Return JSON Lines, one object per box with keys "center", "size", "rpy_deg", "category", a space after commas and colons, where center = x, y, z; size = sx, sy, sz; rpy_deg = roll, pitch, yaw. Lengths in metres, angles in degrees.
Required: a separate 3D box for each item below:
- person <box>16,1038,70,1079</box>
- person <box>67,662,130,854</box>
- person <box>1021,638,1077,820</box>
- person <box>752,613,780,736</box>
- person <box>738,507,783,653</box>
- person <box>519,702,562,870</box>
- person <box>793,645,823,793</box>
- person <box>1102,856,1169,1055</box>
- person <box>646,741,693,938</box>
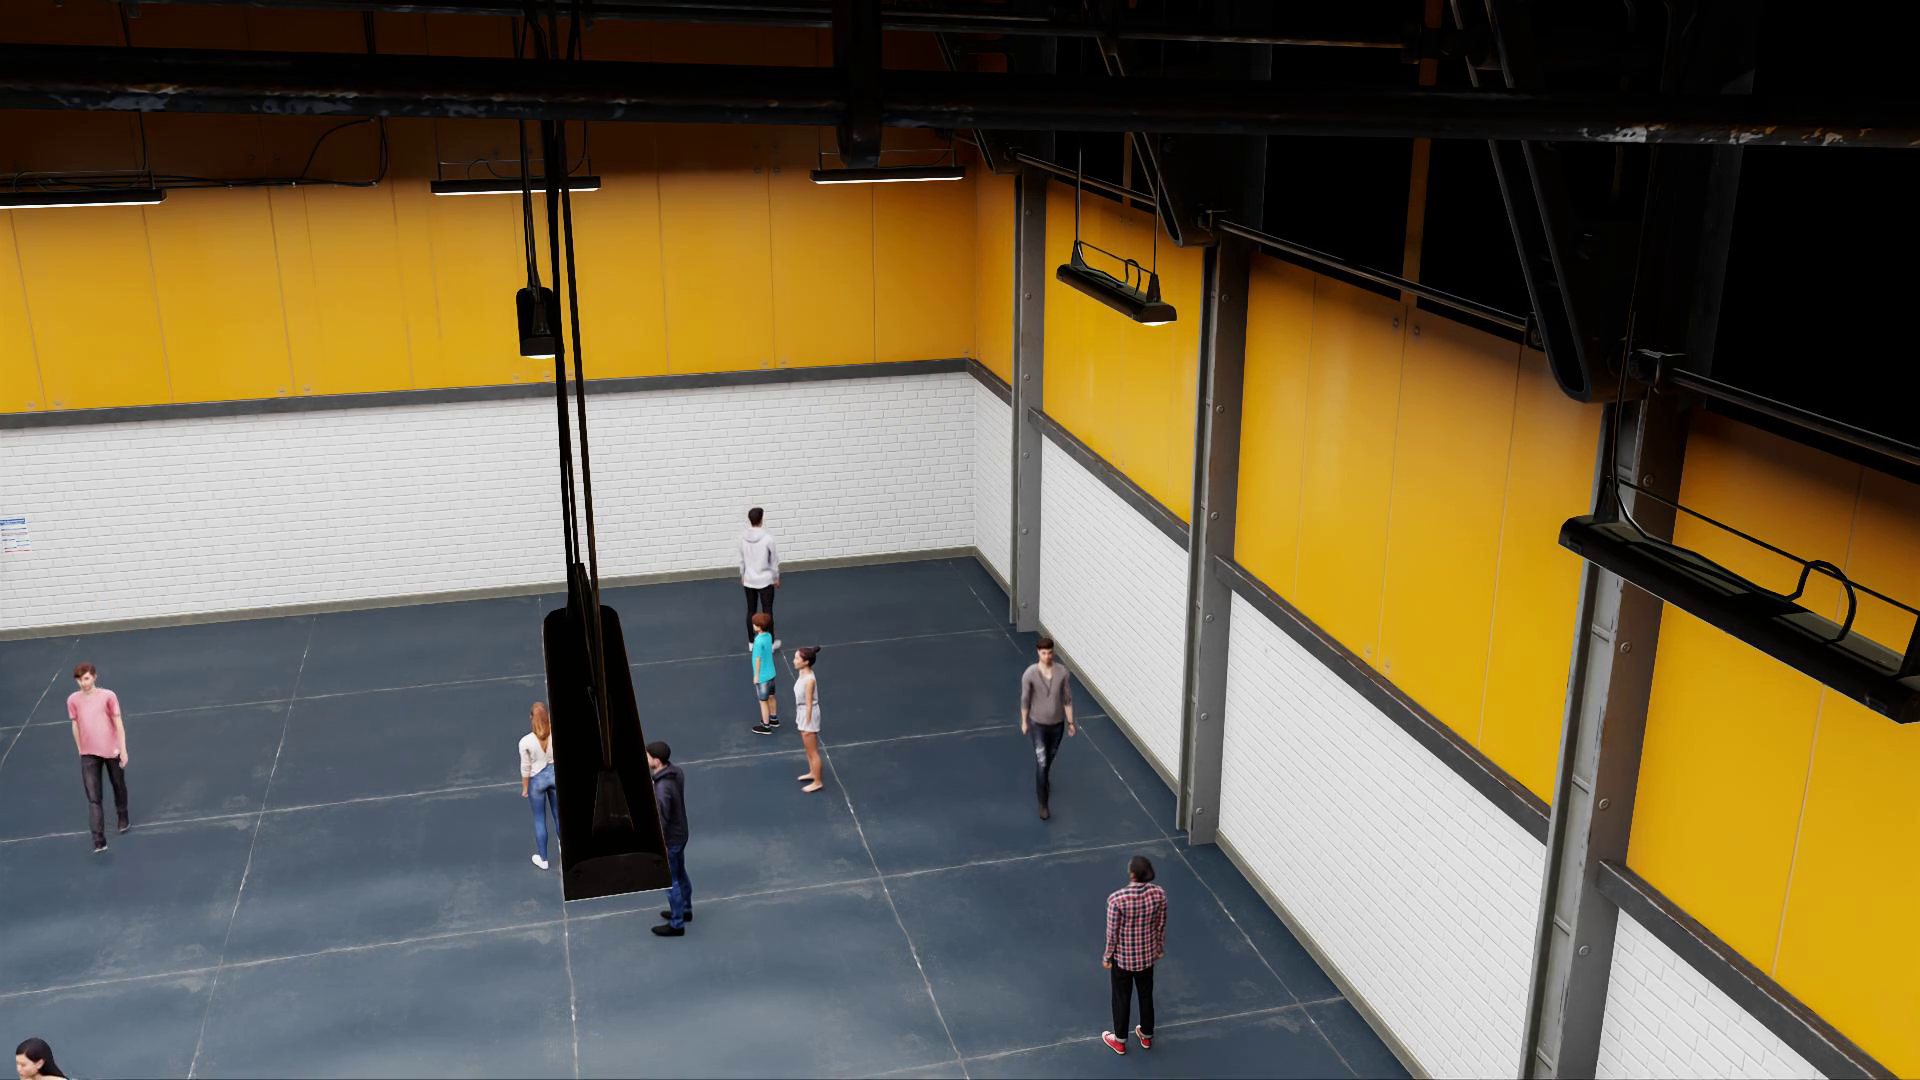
{"center": [-5.964, 4.076, 11.153], "size": [1.051, 1.727, 1.244], "rpy_deg": [6, 20, 18], "category": "person"}
{"center": [-8.590, 2.109, 16.718], "size": [0.715, 1.904, 1.217], "rpy_deg": [-7, 20, -19], "category": "person"}
{"center": [0.904, 1.883, 17.442], "size": [0.709, 1.868, 1.213], "rpy_deg": [-4, 19, -11], "category": "person"}
{"center": [-2.247, 1.521, 19.177], "size": [0.649, 1.448, 0.554], "rpy_deg": [4, 19, 13], "category": "person"}
{"center": [-2.596, 0.505, 21.442], "size": [0.770, 1.929, 0.755], "rpy_deg": [3, 19, 10], "category": "person"}
{"center": [-4.038, 2.375, 16.215], "size": [0.670, 1.720, 0.639], "rpy_deg": [-12, 22, -31], "category": "person"}
{"center": [-1.624, 1.890, 17.827], "size": [0.602, 1.611, 0.435], "rpy_deg": [-5, 19, -14], "category": "person"}
{"center": [1.397, 3.311, 13.375], "size": [0.703, 1.759, 0.634], "rpy_deg": [-7, 20, -19], "category": "person"}
{"center": [-2.611, 2.680, 15.045], "size": [0.804, 1.888, 0.645], "rpy_deg": [2, 19, 6], "category": "person"}
